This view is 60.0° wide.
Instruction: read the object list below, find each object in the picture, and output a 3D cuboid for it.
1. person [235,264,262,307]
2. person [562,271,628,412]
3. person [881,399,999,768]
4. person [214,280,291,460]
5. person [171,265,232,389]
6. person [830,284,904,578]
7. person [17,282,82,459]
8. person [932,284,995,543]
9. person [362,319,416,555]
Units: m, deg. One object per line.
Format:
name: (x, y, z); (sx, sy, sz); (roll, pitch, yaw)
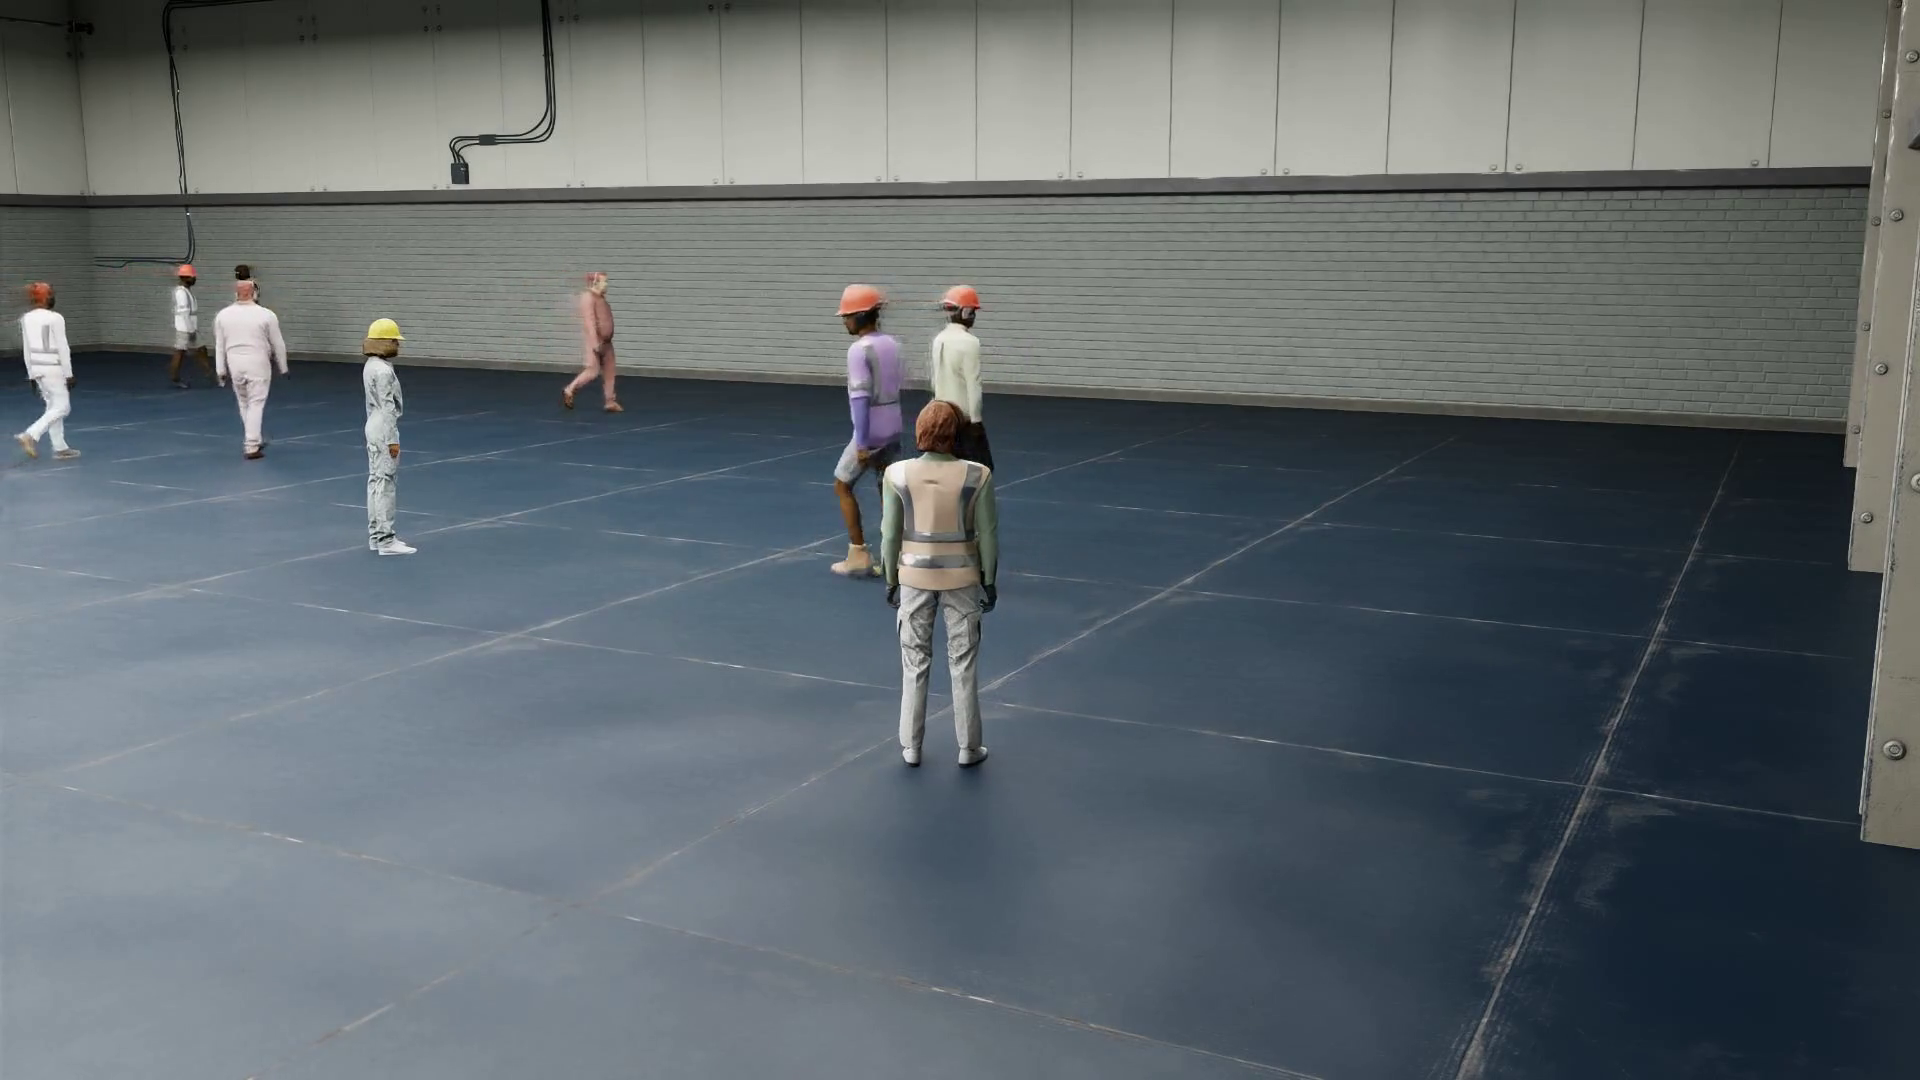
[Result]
person: (-12.655, -3.981, 29.618); (0.436, 1.836, 0.669); (-7, 13, -35)
person: (-4.872, -2.625, 22.088); (0.769, 1.886, 0.636); (2, 11, 13)
person: (-0.088, 0.201, 7.340); (0.522, 1.639, 0.306); (1, 10, 6)
person: (-7.516, -1.822, 17.757); (0.660, 1.865, 0.952); (0, 10, 2)
person: (-11.664, -3.241, 25.397); (0.965, 1.893, 0.569); (-1, 10, -7)
person: (-0.649, -0.725, 11.353); (0.685, 2.013, 0.632); (6, 12, 29)
person: (-9.539, -1.739, 17.296); (0.578, 1.867, 0.685); (5, 12, 25)
person: (-0.006, -0.927, 12.547); (0.463, 1.982, 0.644); (-6, 12, -29)
person: (-4.247, -0.766, 12.338); (0.325, 1.740, 0.492); (-6, 12, -31)
